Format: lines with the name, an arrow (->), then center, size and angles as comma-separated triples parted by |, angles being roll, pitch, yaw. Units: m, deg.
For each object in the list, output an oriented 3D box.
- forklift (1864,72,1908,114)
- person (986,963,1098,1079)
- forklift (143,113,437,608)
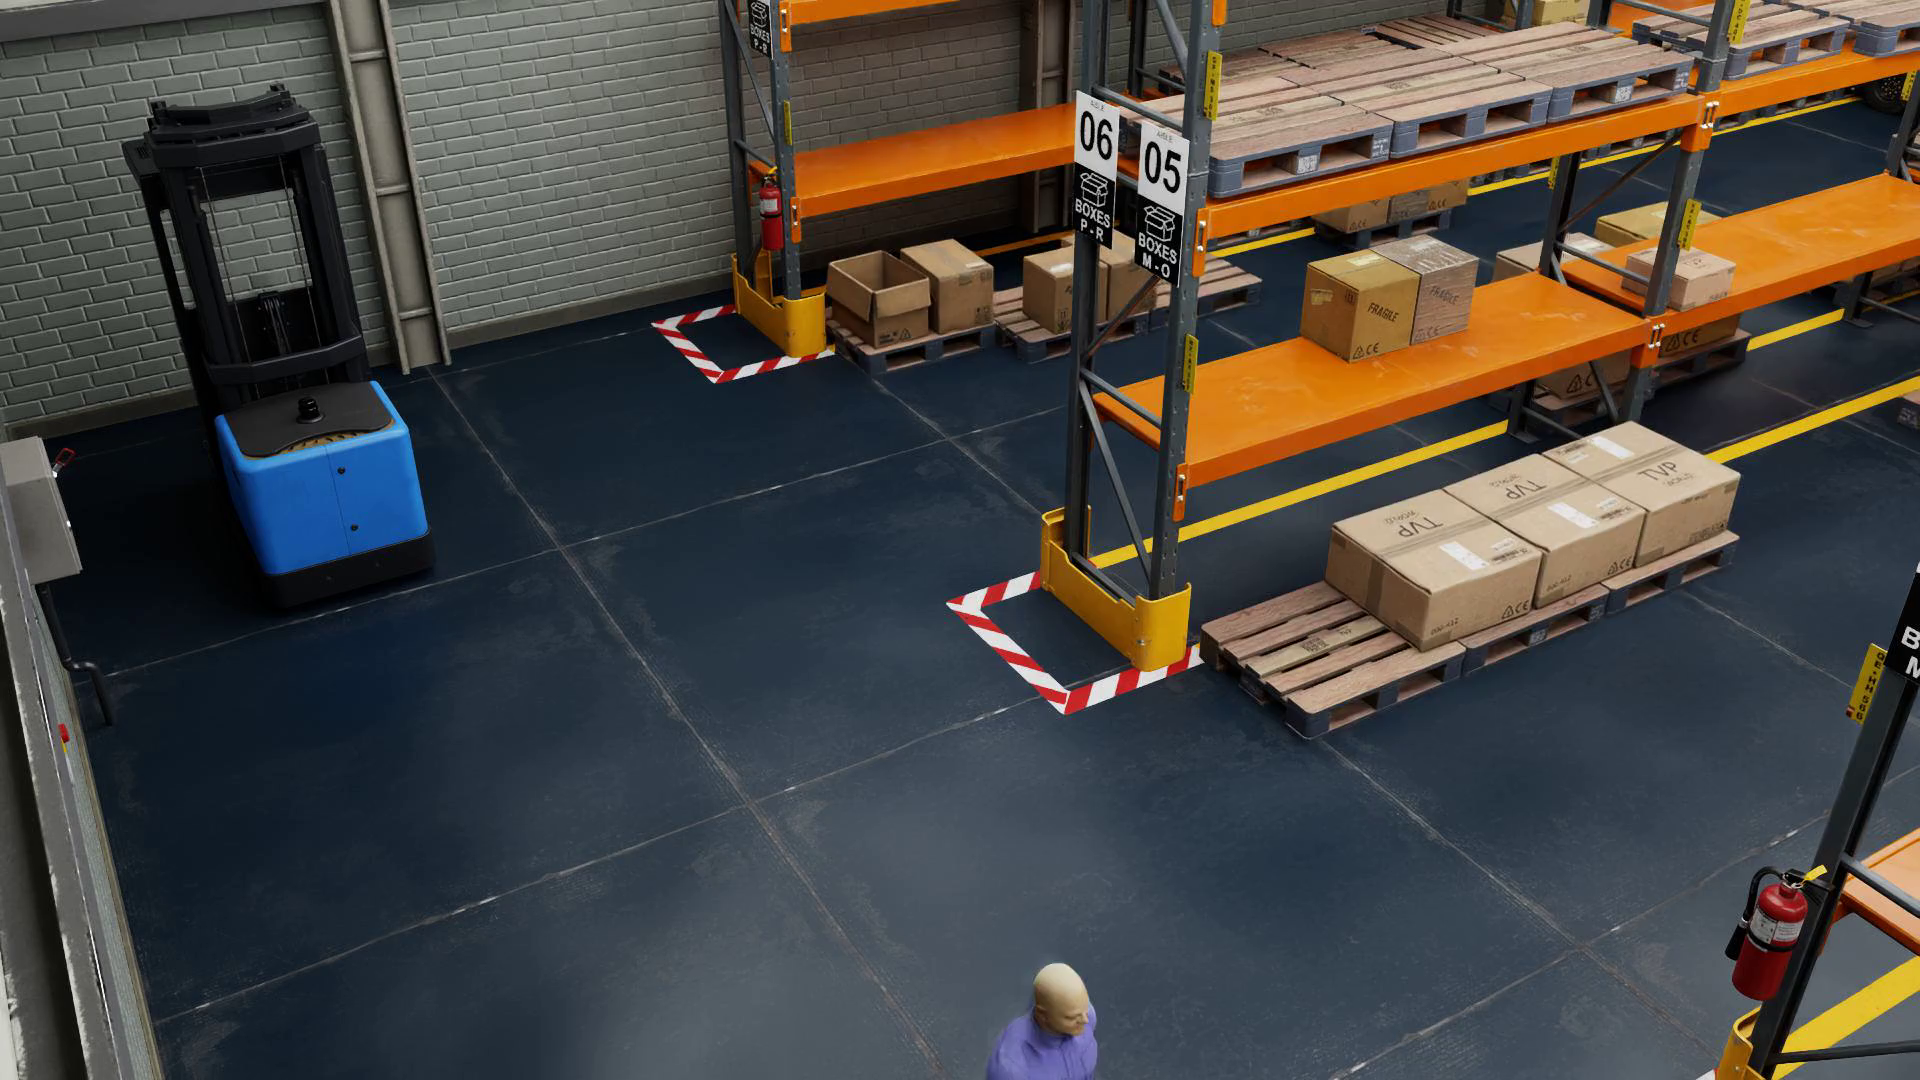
forklift -> 11.468, -5.645, 18.244 | 1.214, 2.155, 2.313 | -17, 36, -26
person -> 0.378, 2.239, 5.889 | 0.609, 1.772, 0.779 | -24, 39, -33
forklift -> -4.289, -1.259, 10.509 | 1.129, 2.768, 1.873 | -17, 36, -26
